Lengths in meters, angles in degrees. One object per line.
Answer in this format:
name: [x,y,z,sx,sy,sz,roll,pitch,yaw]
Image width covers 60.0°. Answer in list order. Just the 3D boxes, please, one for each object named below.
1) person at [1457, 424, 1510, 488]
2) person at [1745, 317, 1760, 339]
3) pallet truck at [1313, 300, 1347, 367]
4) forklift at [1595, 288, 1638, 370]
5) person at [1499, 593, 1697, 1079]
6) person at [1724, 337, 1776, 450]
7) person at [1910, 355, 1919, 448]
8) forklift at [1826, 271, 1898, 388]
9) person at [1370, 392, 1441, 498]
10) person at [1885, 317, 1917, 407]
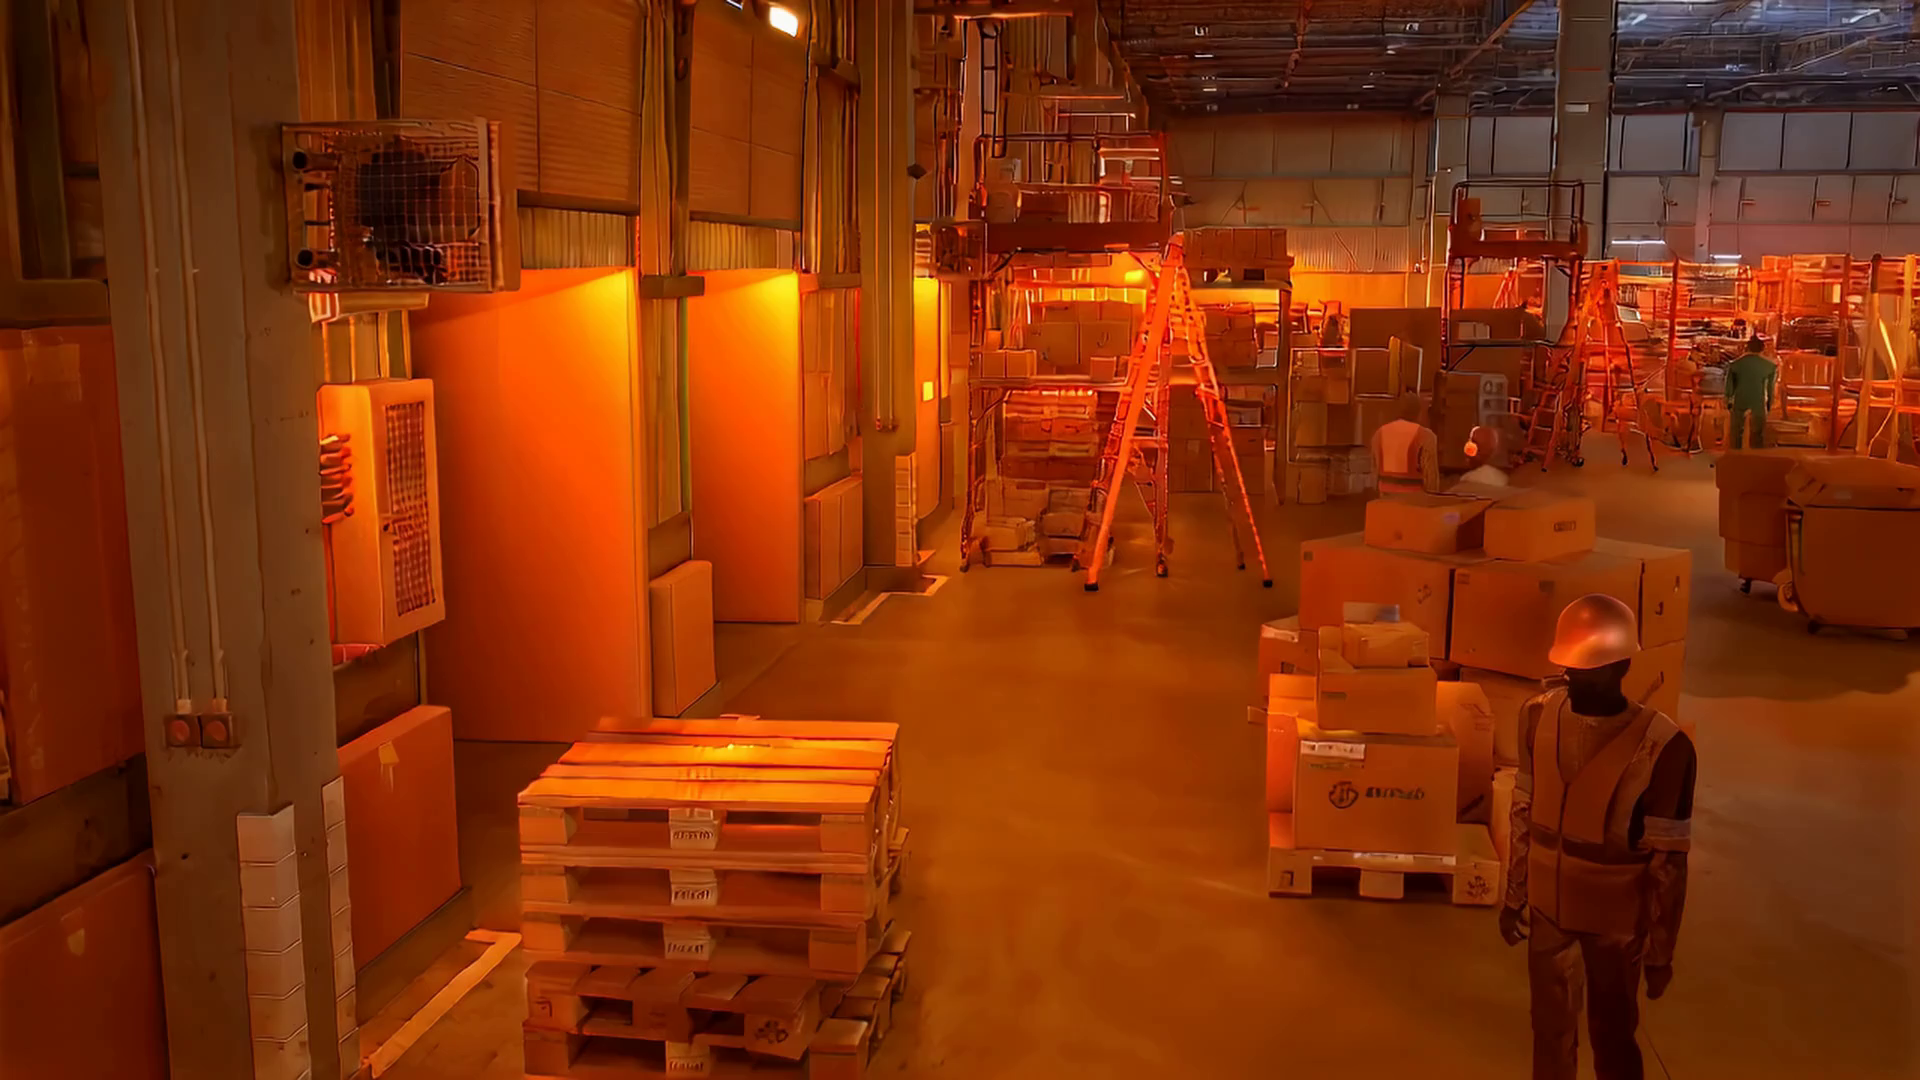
person: [3.475,0.129,11.244,0.512,1.825,0.980,-9,13,-43]
person: [19.950,-4.786,41.976,0.366,1.684,0.547,8,12,39]
pallet truck: [11.159,-6.200,49.718,0.823,1.965,1.885,4,10,26]
forklift: [17.955,-6.105,46.416,1.873,2.768,1.129,-4,10,-25]
person: [1.867,1.098,4.966,0.393,1.918,0.588,-6,11,-32]
person: [10.952,-1.849,23.099,0.631,1.931,0.365,4,10,21]
person: [15.523,-2.338,26.717,0.321,1.736,0.488,5,10,26]
forklift: [21.069,-4.771,38.191,1.873,2.768,1.129,1,9,9]
person: [3.770,-0.349,14.182,0.838,1.817,0.628,-7,12,-39]
person: [19.610,-3.678,34.483,0.540,1.915,0.693,7,12,37]
